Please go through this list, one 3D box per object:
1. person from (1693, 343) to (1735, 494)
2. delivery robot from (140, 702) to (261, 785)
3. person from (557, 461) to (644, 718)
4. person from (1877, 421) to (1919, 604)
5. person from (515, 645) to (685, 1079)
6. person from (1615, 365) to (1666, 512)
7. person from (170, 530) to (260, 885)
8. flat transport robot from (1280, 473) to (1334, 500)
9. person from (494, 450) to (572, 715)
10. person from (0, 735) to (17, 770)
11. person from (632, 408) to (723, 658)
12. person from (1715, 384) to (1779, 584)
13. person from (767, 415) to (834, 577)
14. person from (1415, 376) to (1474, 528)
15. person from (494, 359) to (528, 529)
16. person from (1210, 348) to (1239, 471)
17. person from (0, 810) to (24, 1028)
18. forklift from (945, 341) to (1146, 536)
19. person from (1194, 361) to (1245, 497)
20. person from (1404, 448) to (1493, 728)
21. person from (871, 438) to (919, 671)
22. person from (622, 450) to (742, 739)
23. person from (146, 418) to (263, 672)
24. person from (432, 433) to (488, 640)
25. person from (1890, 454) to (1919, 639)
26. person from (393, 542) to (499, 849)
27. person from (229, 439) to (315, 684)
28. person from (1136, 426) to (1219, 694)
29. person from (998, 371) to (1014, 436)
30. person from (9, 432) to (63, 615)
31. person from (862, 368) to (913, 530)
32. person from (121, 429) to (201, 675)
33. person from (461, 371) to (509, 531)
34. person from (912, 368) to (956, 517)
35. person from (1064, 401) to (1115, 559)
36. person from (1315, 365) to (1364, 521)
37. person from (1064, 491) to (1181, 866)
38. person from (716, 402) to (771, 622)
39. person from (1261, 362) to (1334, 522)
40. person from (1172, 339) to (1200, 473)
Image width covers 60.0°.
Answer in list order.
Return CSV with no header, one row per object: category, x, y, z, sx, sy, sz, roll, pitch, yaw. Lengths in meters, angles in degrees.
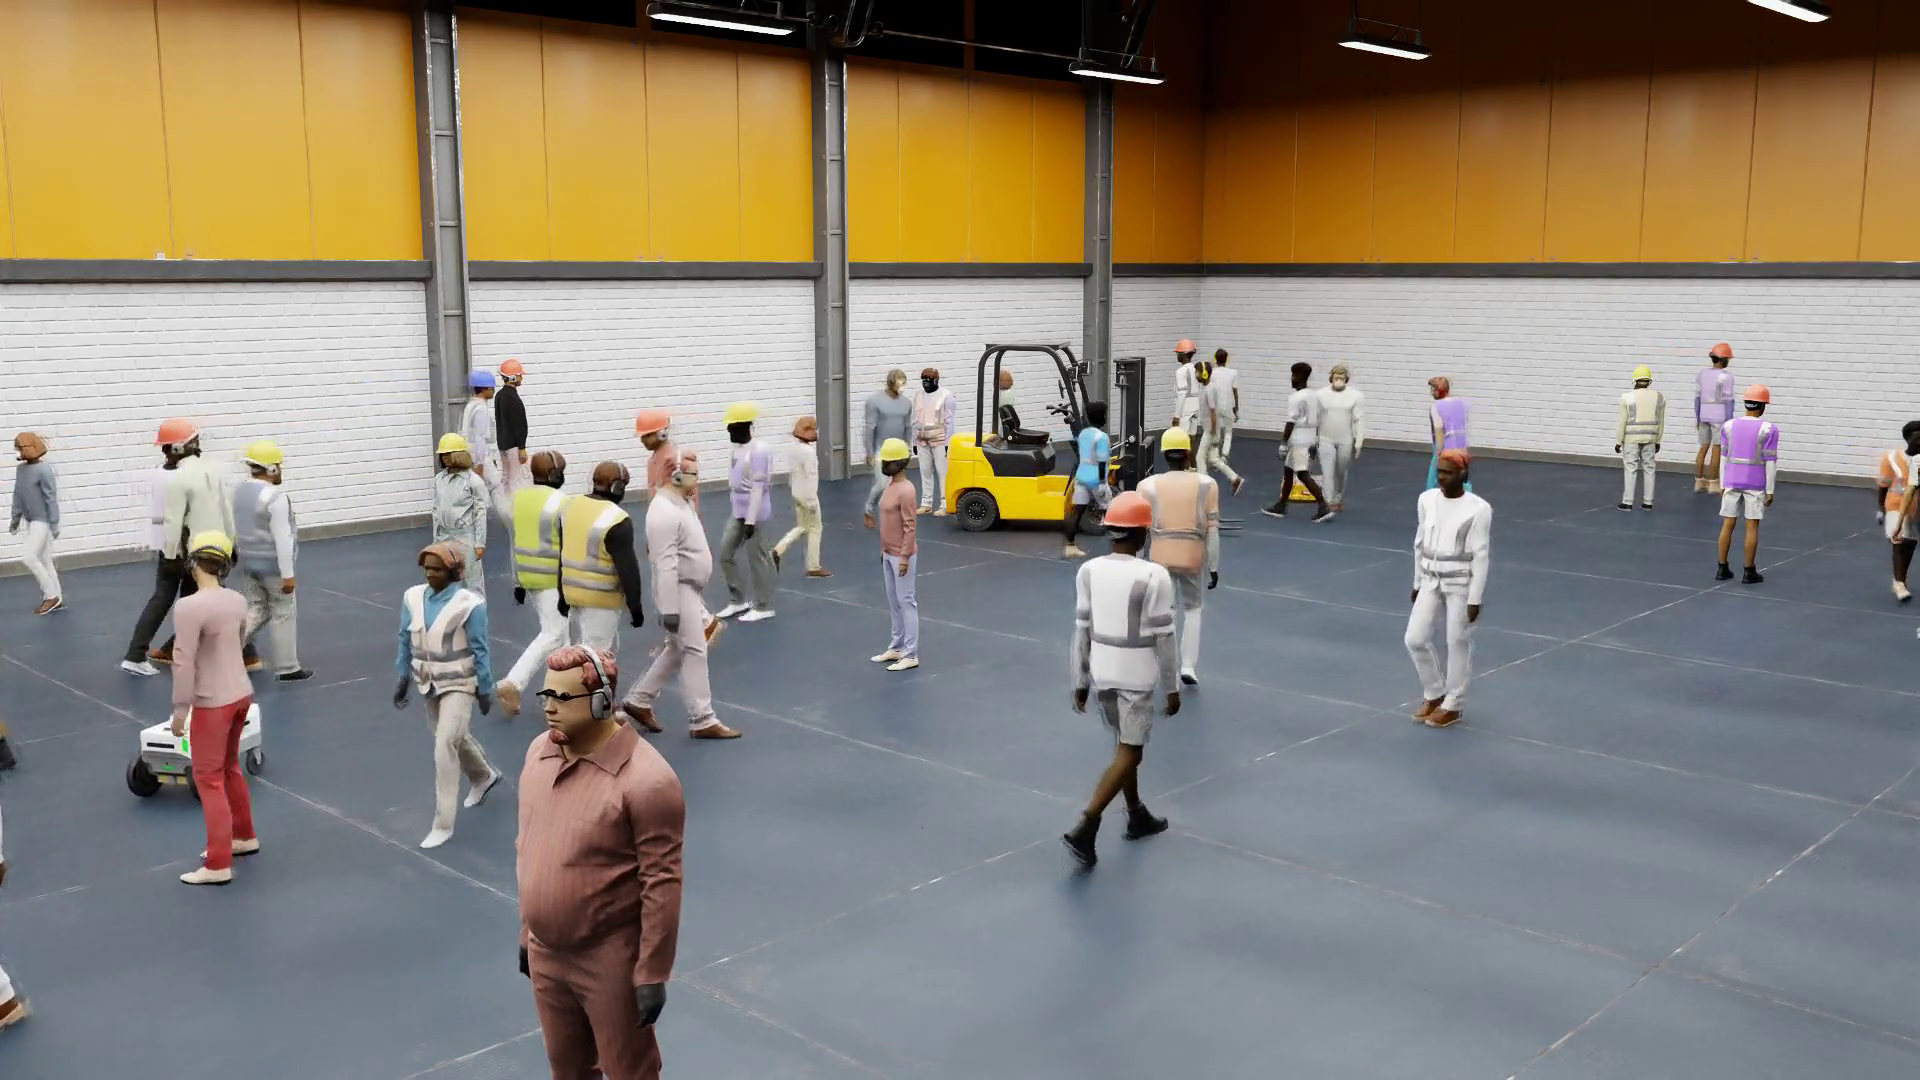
person,10.223,-1.642,22.490,0.389,2.041,0.614,-4,10,-21
delivery robot,-4.429,1.135,9.723,0.477,0.478,0.707,2,10,13
person,-2.287,0.389,10.763,0.651,1.805,0.652,9,13,44
person,8.670,-0.257,15.157,0.546,1.643,0.863,2,10,13
person,-1.146,1.258,5.119,0.638,1.909,0.407,6,11,33
person,8.490,-1.265,20.812,0.591,1.834,0.404,0,9,-1
person,-3.737,0.823,8.343,0.328,1.719,0.568,1,9,5
flat transport robot,4.643,-0.710,22.192,0.652,0.197,1.431,2,10,14
person,-2.871,0.288,11.406,0.631,1.813,0.865,7,12,37
person,-6.110,0.519,9.722,0.992,1.882,0.566,-6,11,-34
person,-2.257,-0.048,12.960,0.542,1.963,0.647,-5,11,-30
person,7.628,-0.543,16.100,0.382,1.930,0.539,-9,13,-43
person,-1.561,-0.415,16.260,0.585,1.611,0.509,-5,10,-27
person,5.697,-0.982,19.200,0.607,1.804,0.715,-6,11,-34
person,-5.169,-1.091,19.251,0.376,1.995,0.609,-7,12,-37
person,3.925,-1.954,24.991,0.542,1.852,0.416,1,9,8
person,-3.861,1.141,6.118,0.597,1.829,1.036,2,10,14
forklift,0.977,-1.223,19.452,2.313,2.155,1.214,2,9,11
person,3.336,-1.432,21.823,0.723,1.840,0.553,1,9,8
person,3.185,0.326,10.942,0.452,1.868,0.614,-7,12,-37
person,-0.487,0.105,12.628,0.311,1.768,0.524,-4,10,-23
person,-1.837,0.356,10.725,0.750,1.890,0.658,0,9,-3
person,-5.738,0.048,12.495,1.037,1.928,0.638,1,9,4
person,-3.997,0.016,13.234,0.493,1.743,0.295,4,10,22
person,7.941,-0.093,13.639,0.698,1.819,0.536,-5,11,-28
person,-2.726,0.780,9.013,0.529,1.604,0.788,4,10,25
person,-5.055,0.181,12.005,0.598,1.819,0.621,6,11,33
person,1.543,0.145,11.892,0.598,1.912,0.481,1,9,5
person,0.641,-1.553,23.237,0.315,1.625,0.540,2,9,10
person,-8.119,-0.140,14.591,0.510,1.620,0.449,8,12,39
person,-0.818,-0.995,18.918,0.654,1.914,0.492,-6,11,-34
person,-5.889,0.082,12.511,0.595,1.876,0.995,6,11,33
person,-5.197,-0.908,18.392,0.951,1.898,0.627,-5,11,-28
person,-0.345,-1.200,20.445,0.618,1.835,0.432,6,11,32
person,1.454,-0.630,17.457,0.852,1.645,0.549,-5,11,-28
person,4.612,-1.207,20.352,0.632,1.885,1.039,2,9,12
person,0.810,0.699,8.569,0.550,1.910,0.909,9,13,43
person,-1.877,-0.227,14.237,0.578,1.908,0.587,-7,11,-35
person,4.124,-1.185,20.054,0.960,1.926,0.624,6,11,33
person,3.188,-1.825,23.600,0.378,2.045,0.605,6,11,33
